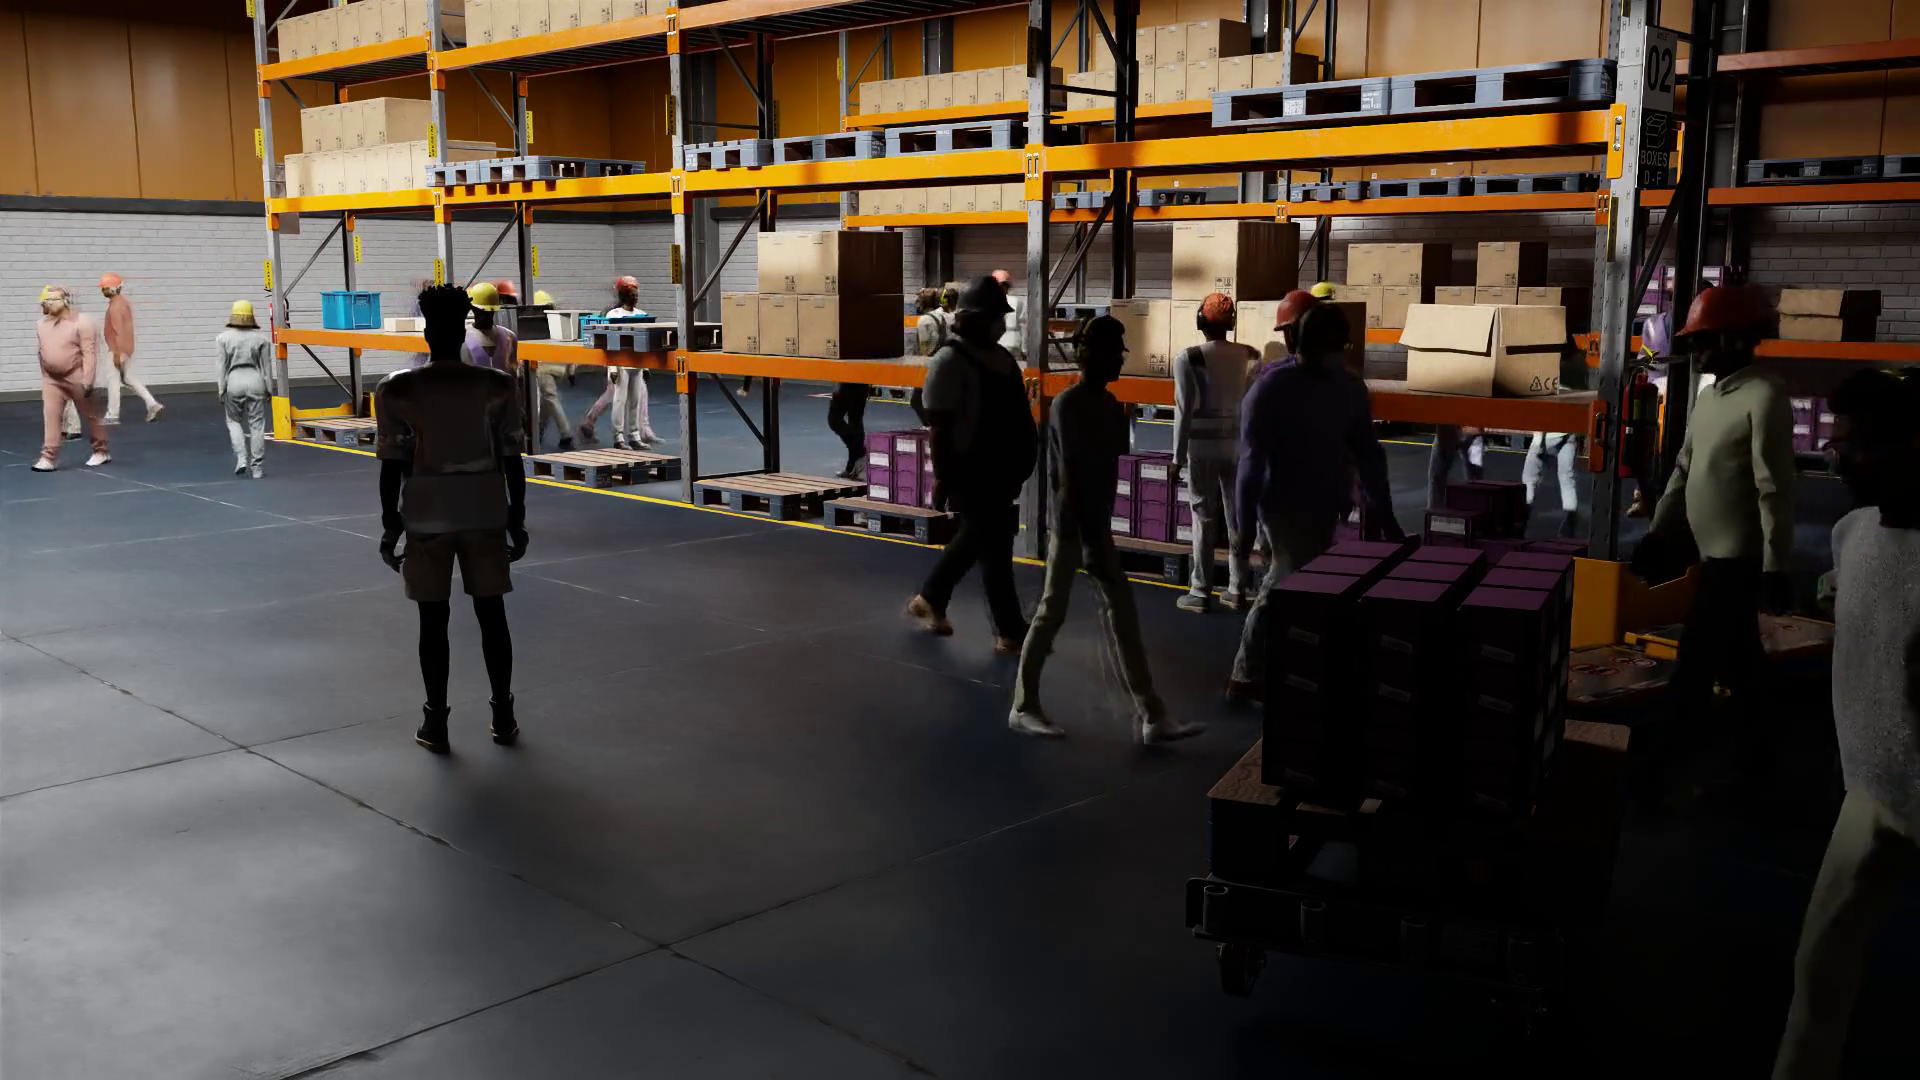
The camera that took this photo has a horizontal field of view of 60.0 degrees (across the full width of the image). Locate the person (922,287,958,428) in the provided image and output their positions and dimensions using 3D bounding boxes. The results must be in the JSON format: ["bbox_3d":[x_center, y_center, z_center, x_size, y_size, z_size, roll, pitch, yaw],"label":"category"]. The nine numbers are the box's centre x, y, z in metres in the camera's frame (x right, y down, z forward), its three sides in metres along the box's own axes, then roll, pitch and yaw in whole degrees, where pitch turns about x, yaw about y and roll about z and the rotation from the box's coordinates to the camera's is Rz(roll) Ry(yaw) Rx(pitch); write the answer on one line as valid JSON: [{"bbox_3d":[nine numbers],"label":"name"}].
[{"bbox_3d":[-0.070,-2.232,20.670,0.720,1.808,0.660,6,11,31],"label":"person"}]

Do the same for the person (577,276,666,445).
[{"bbox_3d":[-3.937,-2.049,19.083,0.993,1.957,0.623,2,10,14],"label":"person"}]

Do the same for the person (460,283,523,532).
[{"bbox_3d":[-3.608,-0.991,12.666,0.584,1.918,0.376,-8,12,-41],"label":"person"}]

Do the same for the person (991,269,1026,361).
[{"bbox_3d":[0.616,-2.548,21.918,0.652,2.021,0.613,-3,10,-17],"label":"person"}]

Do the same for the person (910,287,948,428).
[{"bbox_3d":[-0.311,-1.820,18.038,0.434,1.822,0.583,6,11,31],"label":"person"}]

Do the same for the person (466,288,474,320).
[{"bbox_3d":[-7.342,-2.896,24.860,0.530,1.750,0.391,3,10,16],"label":"person"}]

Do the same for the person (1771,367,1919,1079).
[{"bbox_3d":[1.909,0.569,3.398,0.939,1.811,0.680,-2,10,-14],"label":"person"}]

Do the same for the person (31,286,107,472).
[{"bbox_3d":[-9.004,-1.629,16.769,0.666,1.853,0.991,1,9,6],"label":"person"}]

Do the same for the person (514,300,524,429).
[{"bbox_3d":[-5.719,-2.251,21.123,0.743,1.663,0.542,6,11,32],"label":"person"}]

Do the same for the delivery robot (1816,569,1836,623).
[{"bbox_3d":[4.867,0.253,8.915,0.477,0.478,0.707,8,12,41],"label":"delivery robot"}]

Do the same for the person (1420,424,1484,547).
[{"bbox_3d":[3.552,-0.748,11.688,0.524,1.741,0.779,-5,11,-29],"label":"person"}]

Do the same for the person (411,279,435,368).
[{"bbox_3d":[-8.532,-3.256,26.754,0.987,1.863,0.651,-4,10,-22],"label":"person"}]

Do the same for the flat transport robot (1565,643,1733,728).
[{"bbox_3d":[2.787,0.684,7.431,1.431,0.197,0.652,-6,11,-34],"label":"flat transport robot"}]

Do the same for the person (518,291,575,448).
[{"bbox_3d":[-4.689,-1.926,18.857,1.007,1.770,0.595,8,12,40],"label":"person"}]

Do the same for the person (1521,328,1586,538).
[{"bbox_3d":[4.287,-0.765,12.213,0.515,1.607,0.691,-4,10,-25],"label":"person"}]

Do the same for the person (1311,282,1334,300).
[{"bbox_3d":[4.057,-1.907,18.429,0.590,1.880,0.958,-9,13,-43],"label":"person"}]

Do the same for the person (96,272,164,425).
[{"bbox_3d":[-10.906,-2.479,21.658,0.691,2.001,0.630,-2,9,-10],"label":"person"}]

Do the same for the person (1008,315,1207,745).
[{"bbox_3d":[0.590,-0.016,6.987,0.964,1.823,0.537,7,12,37],"label":"person"}]

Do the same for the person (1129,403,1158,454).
[{"bbox_3d":[1.577,-1.252,15.192,0.537,1.612,0.700,-8,12,-41],"label":"person"}]

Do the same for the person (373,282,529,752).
[{"bbox_3d":[-2.130,-0.093,7.007,0.614,1.963,0.361,-4,10,-25],"label":"person"}]

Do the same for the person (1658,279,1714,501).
[{"bbox_3d":[6.297,-1.273,14.332,0.635,1.937,0.354,-6,11,-34],"label":"person"}]

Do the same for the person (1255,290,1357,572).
[{"bbox_3d":[1.731,-0.281,8.314,0.565,1.918,0.513,-3,10,-17],"label":"person"}]

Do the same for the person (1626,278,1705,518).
[{"bbox_3d":[5.688,-1.136,13.298,0.648,1.998,0.643,8,12,41],"label":"person"}]

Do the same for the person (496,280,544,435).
[{"bbox_3d":[-5.576,-2.200,20.183,0.991,1.896,0.558,4,10,25],"label":"person"}]

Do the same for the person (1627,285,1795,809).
[{"bbox_3d":[2.744,0.043,6.236,0.894,1.958,0.614,1,9,6],"label":"person"}]

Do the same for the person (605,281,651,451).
[{"bbox_3d":[-3.666,-1.915,18.438,0.356,1.881,0.575,6,11,34],"label":"person"}]

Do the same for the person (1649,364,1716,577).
[{"bbox_3d":[4.197,-0.381,9.494,0.581,1.735,0.362,7,12,37],"label":"person"}]

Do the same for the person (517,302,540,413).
[{"bbox_3d":[-6.127,-2.503,22.927,0.493,1.579,0.845,7,11,35],"label":"person"}]

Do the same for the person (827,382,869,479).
[{"bbox_3d":[-1.028,-1.520,15.949,0.452,1.901,0.601,7,12,37],"label":"person"}]

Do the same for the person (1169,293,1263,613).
[{"bbox_3d":[1.502,-0.506,9.797,0.574,1.883,0.360,-3,10,-19],"label":"person"}]

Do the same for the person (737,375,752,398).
[{"bbox_3d":[-3.145,-2.997,25.774,0.546,1.643,0.890,-8,12,-39],"label":"person"}]

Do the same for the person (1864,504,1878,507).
[{"bbox_3d":[3.951,0.043,6.660,0.630,1.820,0.764,2,9,12],"label":"person"}]

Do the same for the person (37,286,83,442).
[{"bbox_3d":[-10.583,-2.060,19.566,0.405,1.820,0.615,-7,11,-36],"label":"person"}]

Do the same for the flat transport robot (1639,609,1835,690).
[{"bbox_3d":[3.955,0.548,8.262,1.431,0.197,0.652,-5,11,-29],"label":"flat transport robot"}]

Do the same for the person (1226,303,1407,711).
[{"bbox_3d":[1.533,-0.084,7.256,0.652,1.874,1.052,-6,11,-33],"label":"person"}]

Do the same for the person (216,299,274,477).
[{"bbox_3d":[-6.941,-1.469,16.175,0.506,1.724,0.460,-5,10,-26],"label":"person"}]

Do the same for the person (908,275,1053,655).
[{"bbox_3d":[0.075,-0.435,8.877,0.974,2.000,0.682,6,11,31],"label":"person"}]

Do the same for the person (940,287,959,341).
[{"bbox_3d":[-0.017,-1.955,18.908,0.519,1.829,0.908,-9,13,-43],"label":"person"}]
